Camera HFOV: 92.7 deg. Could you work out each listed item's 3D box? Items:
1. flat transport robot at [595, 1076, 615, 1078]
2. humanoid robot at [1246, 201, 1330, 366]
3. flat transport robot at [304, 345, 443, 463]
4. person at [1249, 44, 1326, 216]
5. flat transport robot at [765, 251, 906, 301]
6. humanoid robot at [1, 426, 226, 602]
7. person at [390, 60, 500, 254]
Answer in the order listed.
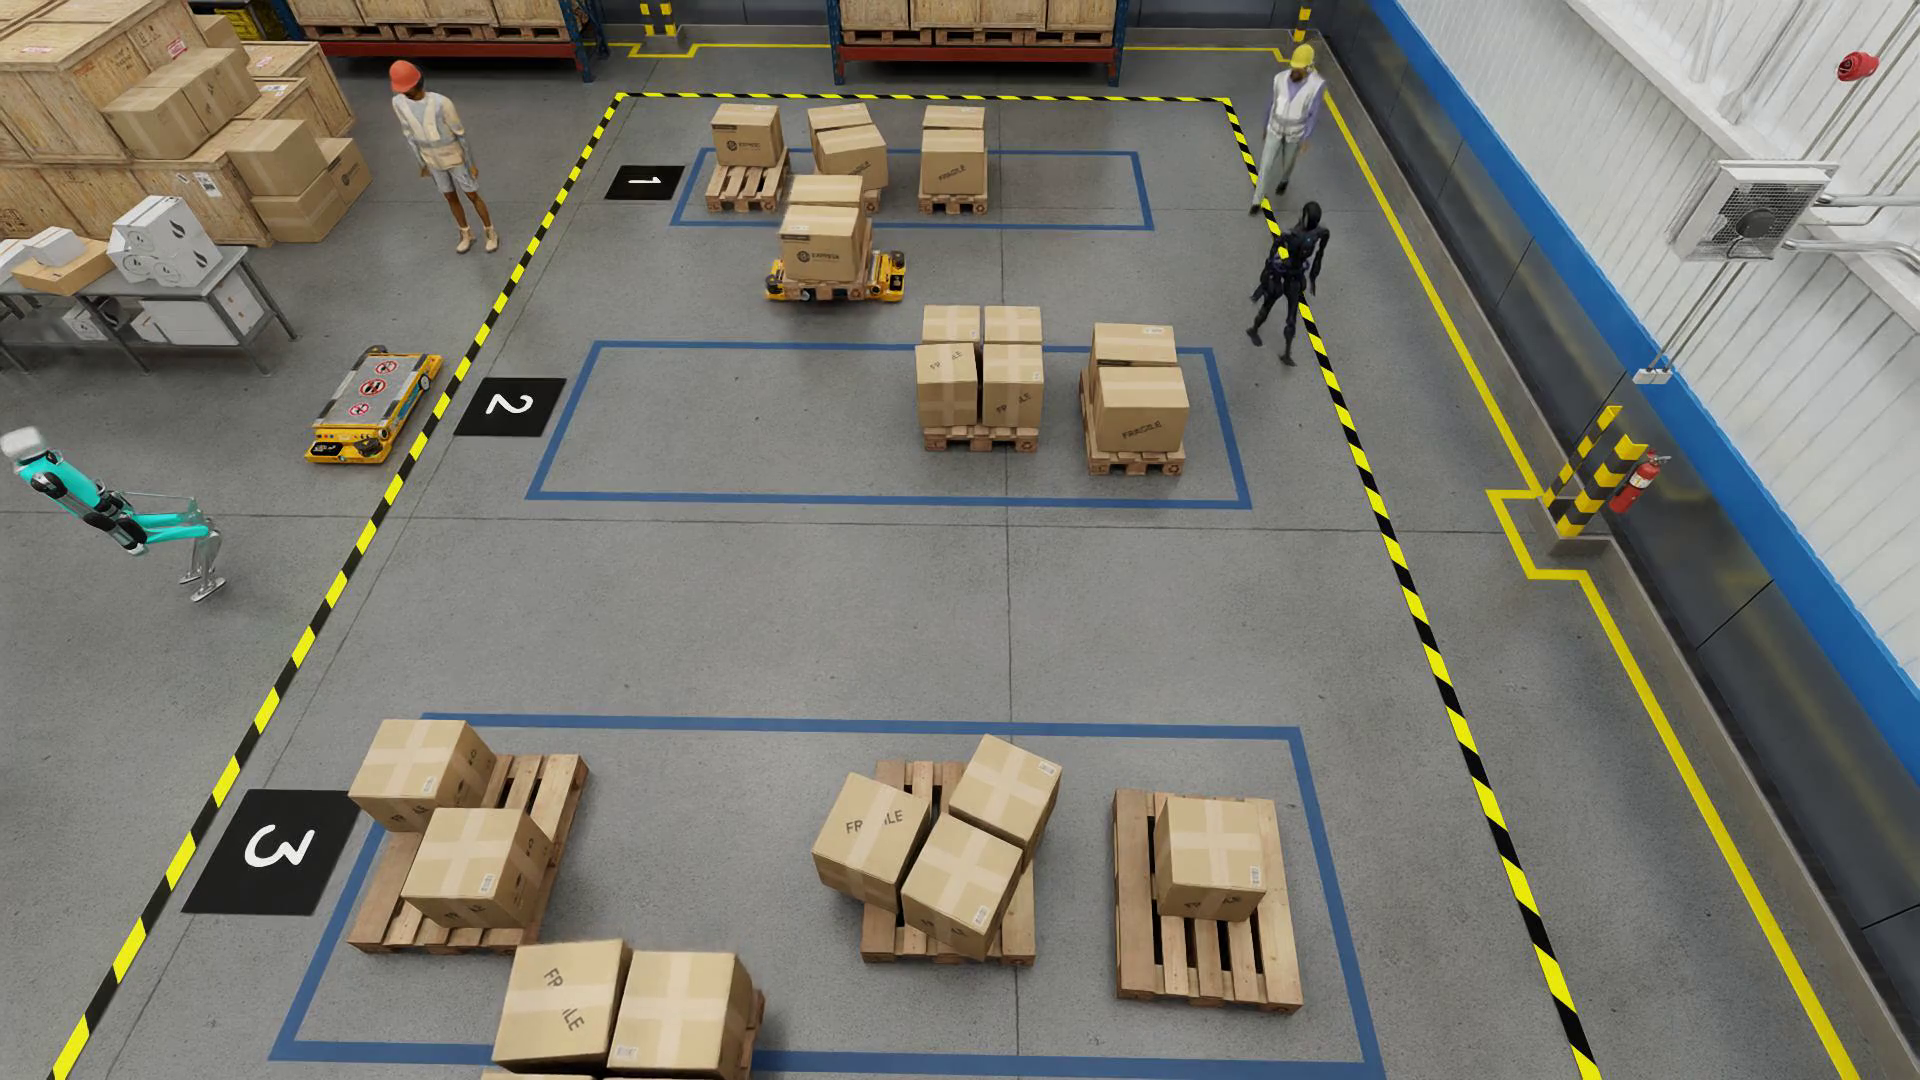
[{"bbox_3d":[-1.682,2.962,4.842,0.652,0.197,1.431,1,50,1],"label":"flat transport robot"},{"bbox_3d":[3.050,-2.381,8.479,0.612,1.623,0.736,-8,50,-7],"label":"humanoid robot"},{"bbox_3d":[-5.383,-1.269,8.441,0.659,0.231,1.431,1,50,1],"label":"flat transport robot"},{"bbox_3d":[3.672,-4.624,10.271,0.584,1.805,0.831,20,53,16],"label":"person"},{"bbox_3d":[-1.307,-2.821,9.736,1.431,0.197,0.652,1,50,1],"label":"flat transport robot"},{"bbox_3d":[-5.798,-0.231,6.514,0.735,1.674,0.533,-36,58,-26],"label":"humanoid robot"},{"bbox_3d":[-5.372,-3.946,9.552,0.604,2.033,0.395,0,50,0],"label":"person"}]
